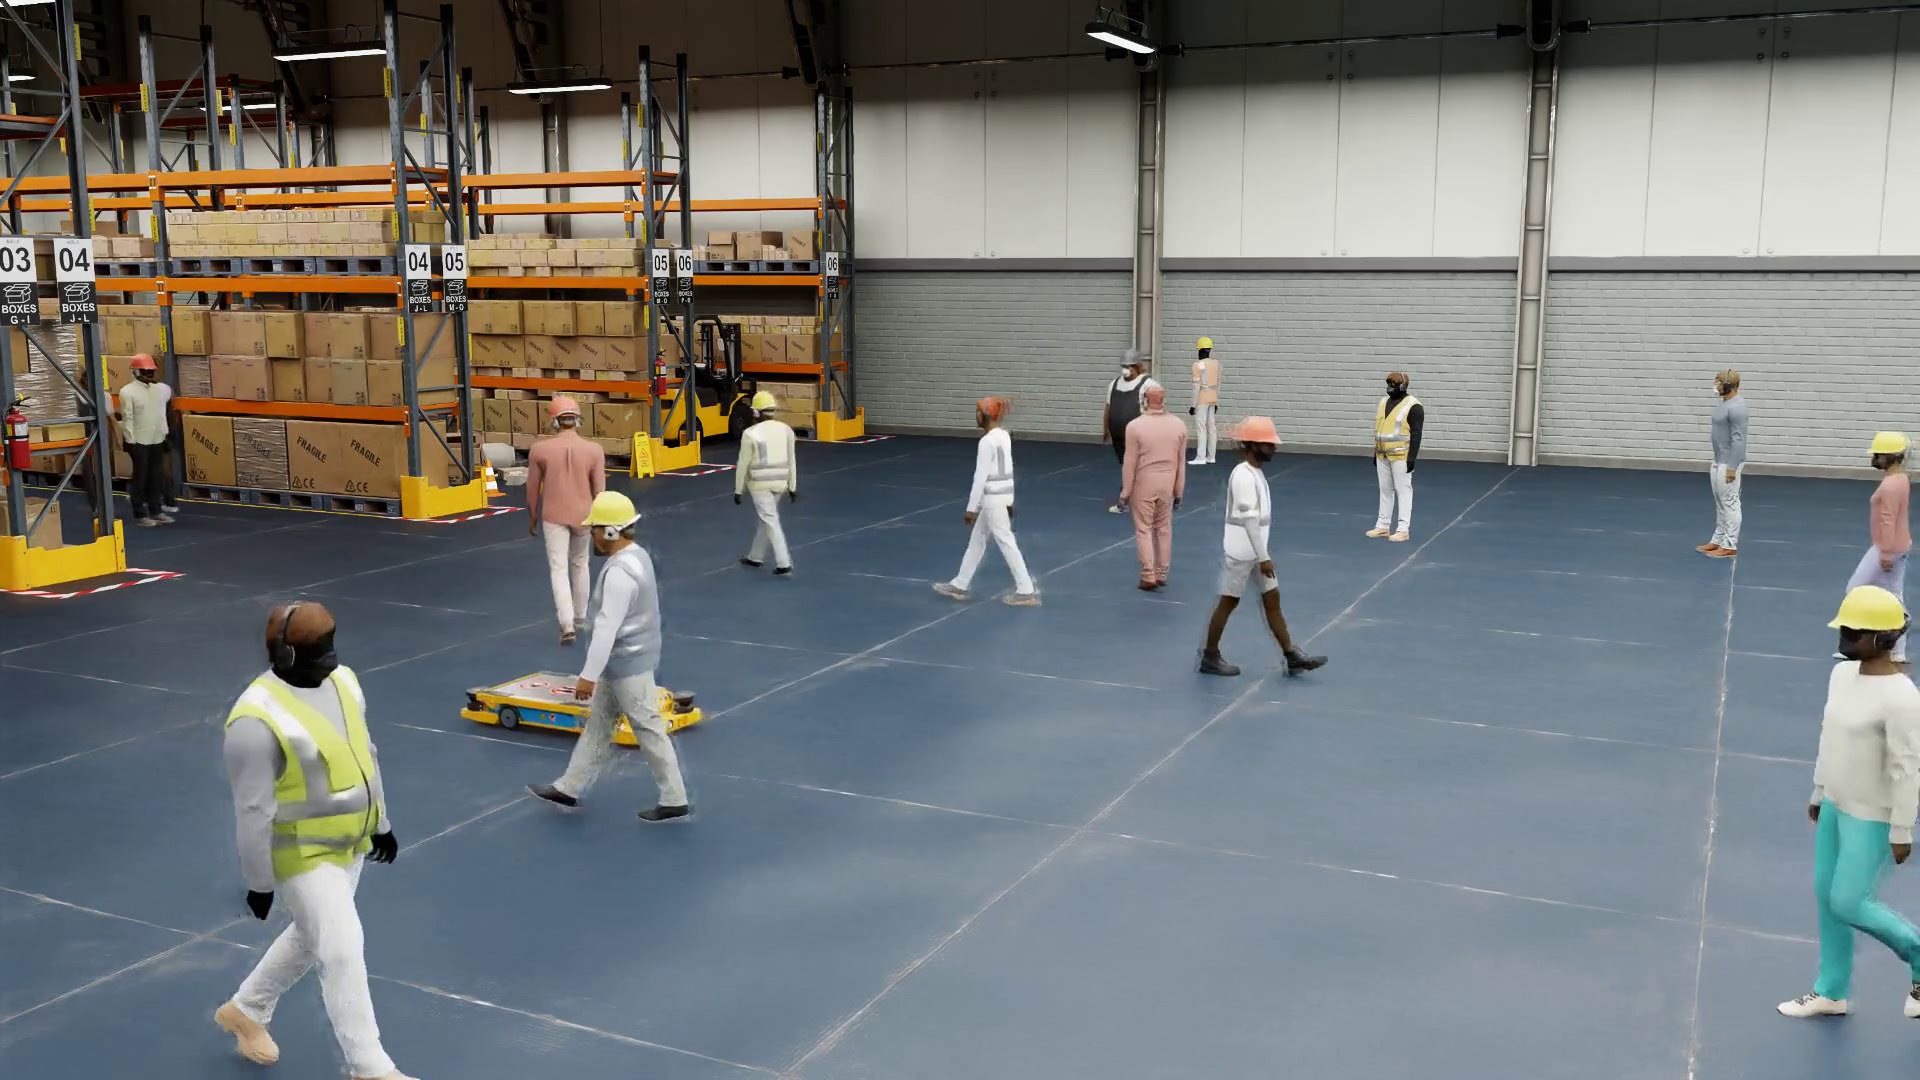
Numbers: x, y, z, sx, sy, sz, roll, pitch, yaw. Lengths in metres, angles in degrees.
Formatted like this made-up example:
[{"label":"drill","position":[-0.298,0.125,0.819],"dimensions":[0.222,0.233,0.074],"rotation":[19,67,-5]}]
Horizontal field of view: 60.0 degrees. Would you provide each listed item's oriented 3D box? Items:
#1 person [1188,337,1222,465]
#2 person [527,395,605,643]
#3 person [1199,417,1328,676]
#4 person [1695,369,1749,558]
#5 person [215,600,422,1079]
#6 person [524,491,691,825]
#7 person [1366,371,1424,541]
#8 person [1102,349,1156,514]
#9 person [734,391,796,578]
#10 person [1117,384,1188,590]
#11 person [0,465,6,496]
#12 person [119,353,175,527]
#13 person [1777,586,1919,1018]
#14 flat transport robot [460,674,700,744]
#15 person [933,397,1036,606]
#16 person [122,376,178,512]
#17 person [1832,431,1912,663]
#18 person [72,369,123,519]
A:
[{"label":"person","position":[3.675,-2.086,25.051],"dimensions":[0.594,1.926,0.366],"rotation":[-8,12,-41]},{"label":"person","position":[-3.124,-0.177,13.294],"dimensions":[0.603,1.957,0.955],"rotation":[-4,10,-23]},{"label":"person","position":[2.176,0.074,11.912],"dimensions":[0.971,1.890,0.555],"rotation":[4,10,24]},{"label":"person","position":[7.831,-0.778,17.004],"dimensions":[0.377,1.936,0.628],"rotation":[2,9,11]},{"label":"person","position":[-2.359,1.090,5.957],"dimensions":[0.882,1.816,0.629],"rotation":[2,9,10]},{"label":"person","position":[-1.870,0.637,8.782],"dimensions":[0.914,1.785,0.594],"rotation":[-1,9,-7]},{"label":"person","position":[4.725,-0.910,18.102],"dimensions":[0.430,1.845,0.619],"rotation":[-5,11,-29]},{"label":"person","position":[2.098,-1.382,20.389],"dimensions":[0.693,2.000,1.007],"rotation":[8,12,40]},{"label":"person","position":[-1.875,-0.538,16.005],"dimensions":[0.924,1.786,0.611],"rotation":[9,13,43]},{"label":"person","position":[1.766,-0.488,15.364],"dimensions":[0.664,1.916,0.417],"rotation":[-4,10,-25]},{"label":"person","position":[-11.357,-0.987,19.291],"dimensions":[0.749,1.611,0.521],"rotation":[6,11,32]},{"label":"person","position":[-9.340,-1.152,19.116],"dimensions":[0.399,1.990,0.621],"rotation":[2,10,14]},{"label":"person","position":[3.535,1.038,6.437],"dimensions":[0.505,1.753,0.530],"rotation":[0,9,2]},{"label":"flat transport robot","position":[-2.461,1.069,10.767],"dimensions":[1.431,0.197,0.652],"rotation":[5,10,26]},{"label":"person","position":[0.246,-0.336,14.615],"dimensions":[0.977,1.830,0.601],"rotation":[3,10,16]},{"label":"person","position":[-9.940,-1.281,20.292],"dimensions":[0.987,1.862,0.614],"rotation":[4,10,24]},{"label":"person","position":[6.860,0.059,12.468],"dimensions":[0.591,1.750,0.529],"rotation":[8,12,40]},{"label":"person","position":[-10.242,-1.143,19.688],"dimensions":[0.941,1.785,0.515],"rotation":[9,13,43]}]
